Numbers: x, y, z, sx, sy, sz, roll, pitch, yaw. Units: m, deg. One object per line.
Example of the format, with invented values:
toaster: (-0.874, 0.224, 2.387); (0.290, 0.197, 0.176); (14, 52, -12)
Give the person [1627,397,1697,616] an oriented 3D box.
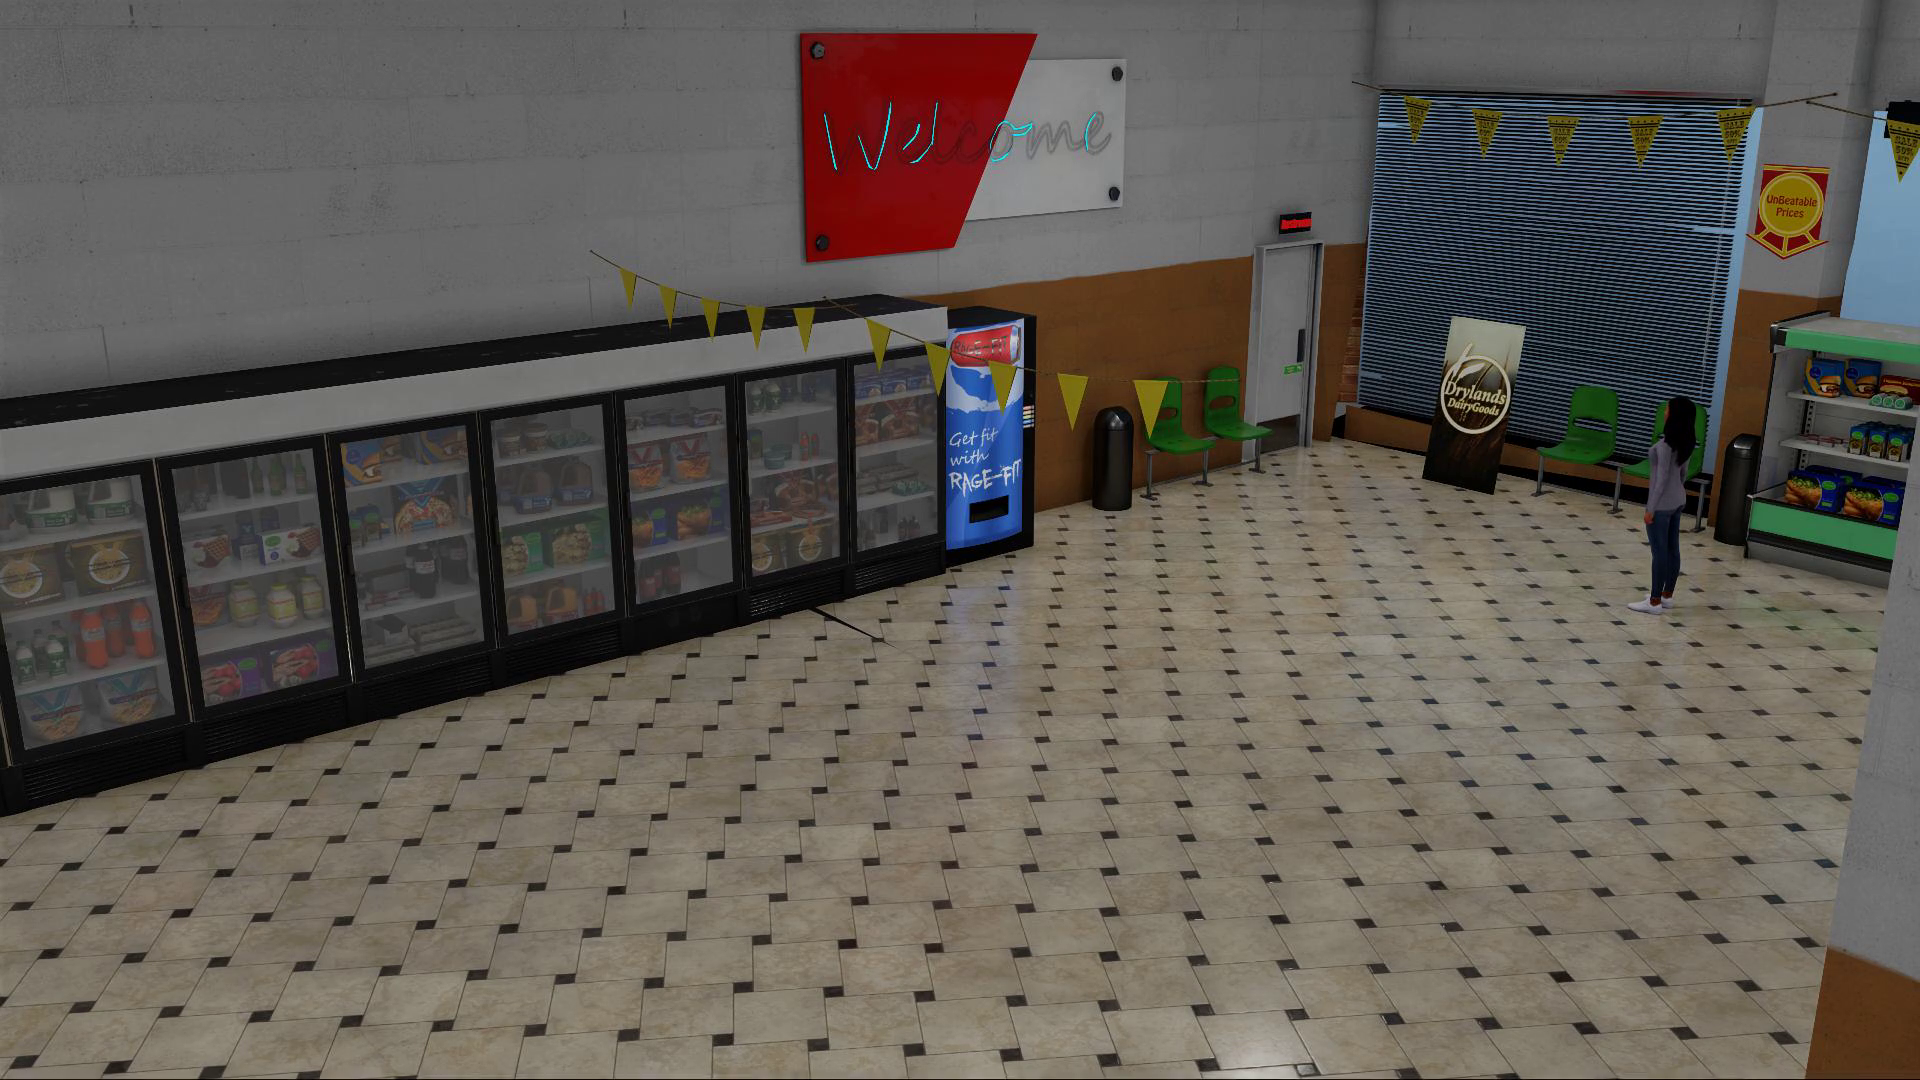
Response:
person: (5.595, -0.276, 13.132); (0.595, 1.736, 0.509); (-14, 22, -38)
